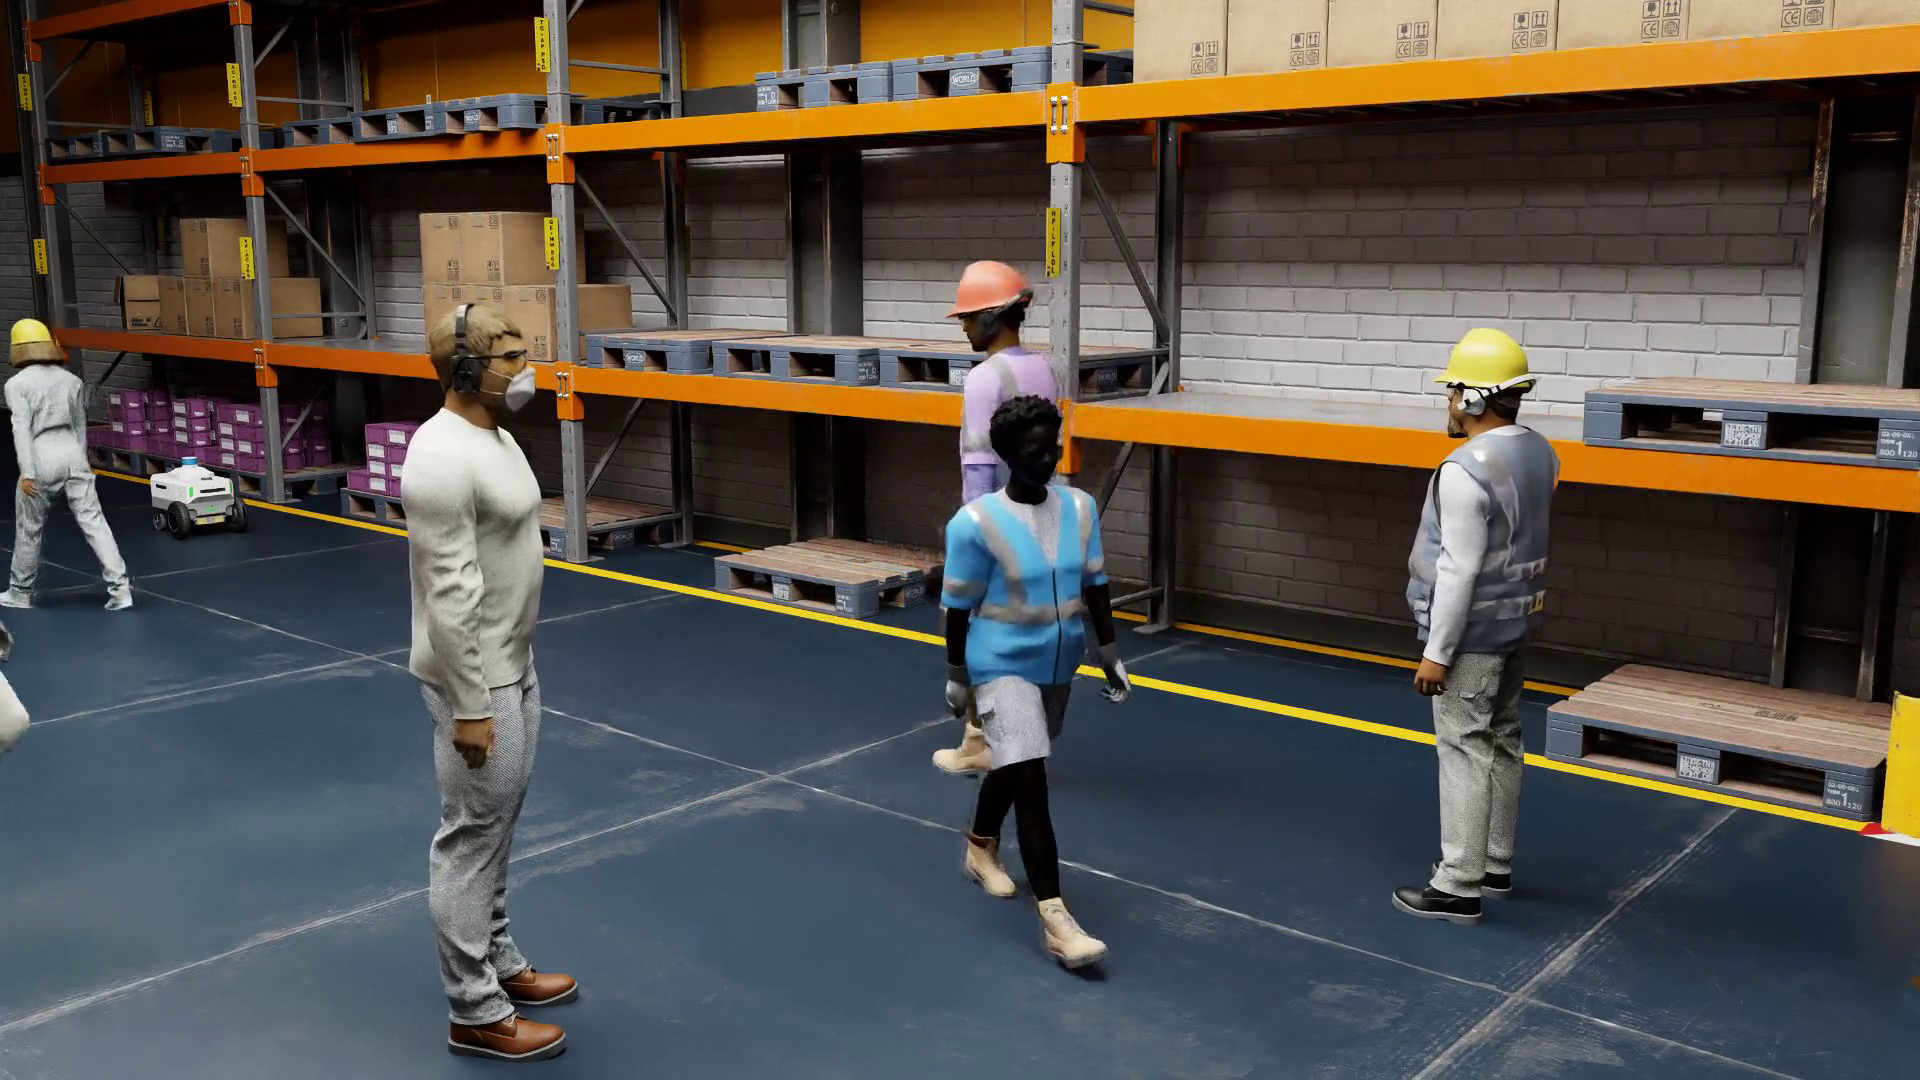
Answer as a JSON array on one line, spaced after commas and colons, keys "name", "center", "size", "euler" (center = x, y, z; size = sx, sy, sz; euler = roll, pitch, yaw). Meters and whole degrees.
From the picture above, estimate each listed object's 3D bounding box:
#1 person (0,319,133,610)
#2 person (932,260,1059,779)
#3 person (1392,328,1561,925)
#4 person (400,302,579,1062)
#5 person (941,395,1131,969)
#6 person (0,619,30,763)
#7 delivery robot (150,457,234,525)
[{"name": "person", "center": [-5.159, -0.415, 9.490], "size": [0.925, 1.678, 0.517], "euler": [5, 11, 26]}, {"name": "person", "center": [0.096, -0.052, 6.410], "size": [0.525, 2.021, 0.665], "euler": [5, 11, 28]}, {"name": "person", "center": [1.588, 0.268, 5.147], "size": [0.404, 1.833, 0.590], "euler": [9, 13, 40]}, {"name": "person", "center": [-1.221, 0.361, 4.316], "size": [0.373, 1.940, 0.630], "euler": [-1, 10, -5]}, {"name": "person", "center": [0.215, 0.384, 5.016], "size": [0.537, 1.646, 0.888], "euler": [-7, 12, -36]}, {"name": "person", "center": [-3.185, 0.272, 5.098], "size": [0.490, 1.841, 0.562], "euler": [-1, 10, -6]}, {"name": "delivery robot", "center": [-5.598, -0.364, 12.117], "size": [0.707, 0.478, 0.477], "euler": [9, 13, 41]}]
